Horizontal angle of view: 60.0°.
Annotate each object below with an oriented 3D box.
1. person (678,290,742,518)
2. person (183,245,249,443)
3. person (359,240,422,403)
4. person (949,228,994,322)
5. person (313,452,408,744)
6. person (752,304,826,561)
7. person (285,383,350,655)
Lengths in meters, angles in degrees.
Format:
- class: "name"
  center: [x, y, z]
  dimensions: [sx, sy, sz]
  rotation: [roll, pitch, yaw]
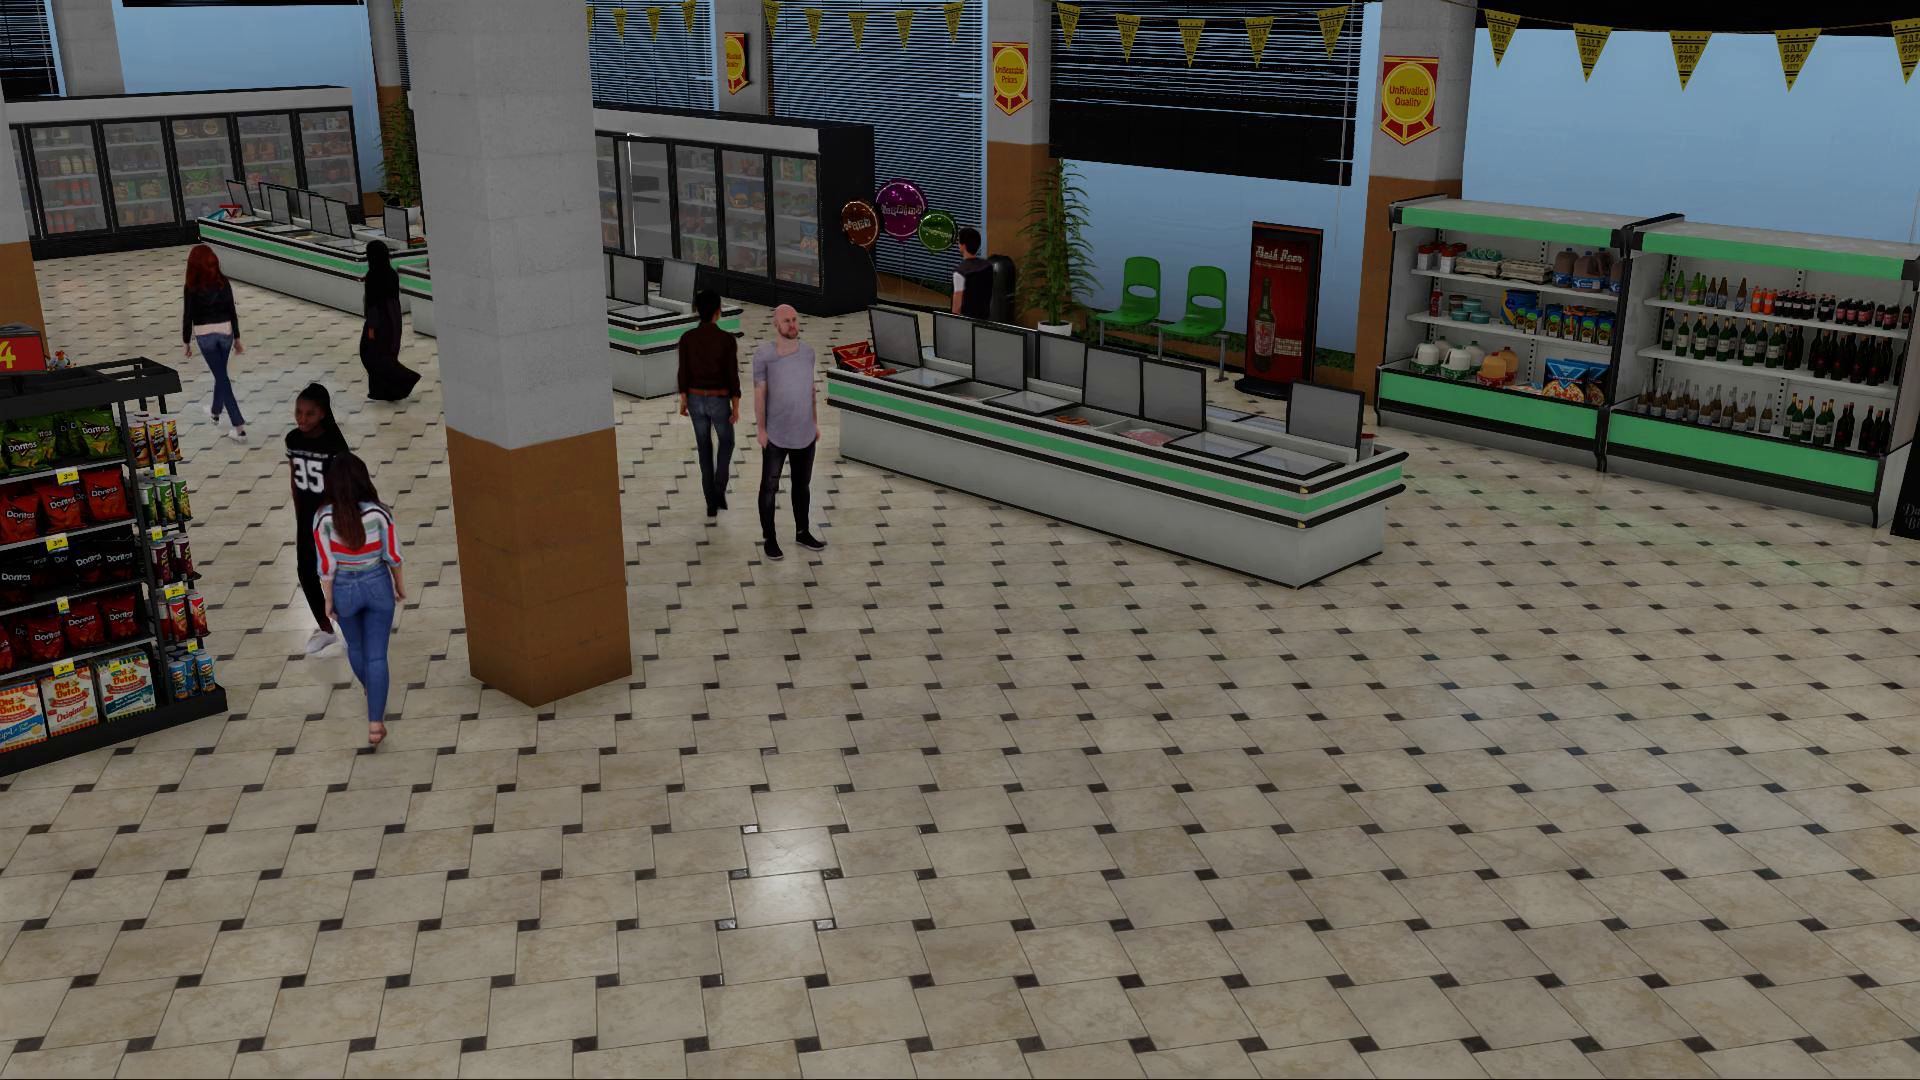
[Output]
- class: "person"
  center: [-1.933, -1.012, 12.779]
  dimensions: [0.839, 1.766, 0.899]
  rotation: [0, 19, -1]
- class: "person"
  center: [-6.642, -1.731, 14.931]
  dimensions: [1.123, 1.754, 0.631]
  rotation: [16, 25, 40]
- class: "person"
  center: [-5.603, -2.129, 16.348]
  dimensions: [0.953, 1.603, 0.836]
  rotation: [5, 19, 15]
- class: "person"
  center: [0.164, -1.972, 15.509]
  dimensions: [0.824, 1.842, 0.684]
  rotation: [16, 24, 39]
- class: "person"
  center: [-3.260, 0.343, 9.072]
  dimensions: [0.960, 1.568, 1.185]
  rotation: [-5, 19, -15]
- class: "person"
  center: [-1.245, -0.802, 12.045]
  dimensions: [0.704, 1.837, 0.640]
  rotation: [-13, 22, -33]
- class: "person"
  center: [-3.861, -0.124, 10.231]
  dimensions: [0.791, 1.711, 0.847]
  rotation: [7, 20, 20]
